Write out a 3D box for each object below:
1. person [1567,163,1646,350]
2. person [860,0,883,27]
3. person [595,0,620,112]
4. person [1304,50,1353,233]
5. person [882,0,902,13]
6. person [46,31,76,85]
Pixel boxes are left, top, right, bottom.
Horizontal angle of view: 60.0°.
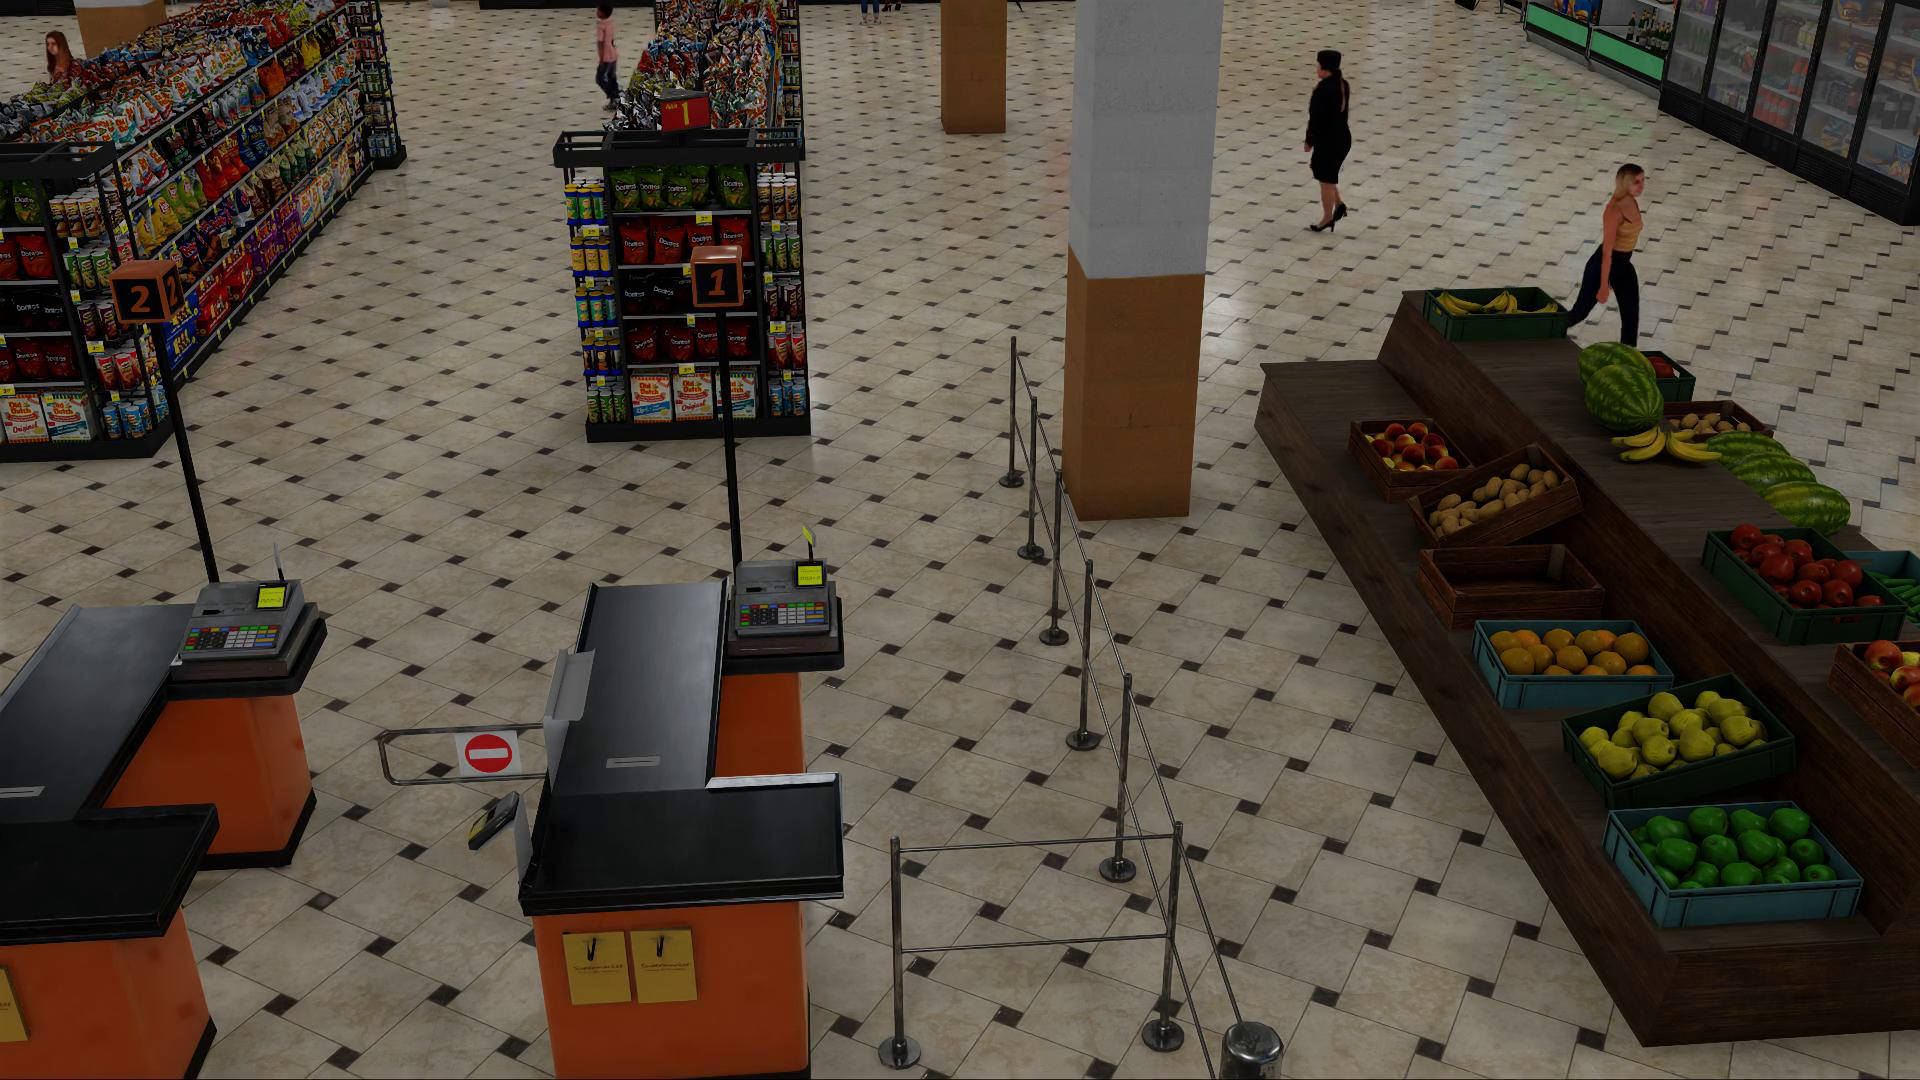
[{"bbox_3d":[4.626,-1.925,12.082,1.031,1.581,1.196,-22,34,-36],"label":"person"},{"bbox_3d":[-1.394,-8.644,25.441,0.557,1.483,0.505,-3,27,-6],"label":"person"},{"bbox_3d":[-4.207,-5.821,20.076,0.657,1.300,0.563,10,28,18],"label":"person"},{"bbox_3d":[3.494,-3.662,15.424,0.891,1.657,0.817,18,32,31],"label":"person"},{"bbox_3d":[-1.108,-9.365,26.532,0.661,1.781,0.658,-15,31,-28],"label":"person"},{"bbox_3d":[-8.608,-4.153,16.394,0.821,1.655,1.226,5,27,11],"label":"person"}]
